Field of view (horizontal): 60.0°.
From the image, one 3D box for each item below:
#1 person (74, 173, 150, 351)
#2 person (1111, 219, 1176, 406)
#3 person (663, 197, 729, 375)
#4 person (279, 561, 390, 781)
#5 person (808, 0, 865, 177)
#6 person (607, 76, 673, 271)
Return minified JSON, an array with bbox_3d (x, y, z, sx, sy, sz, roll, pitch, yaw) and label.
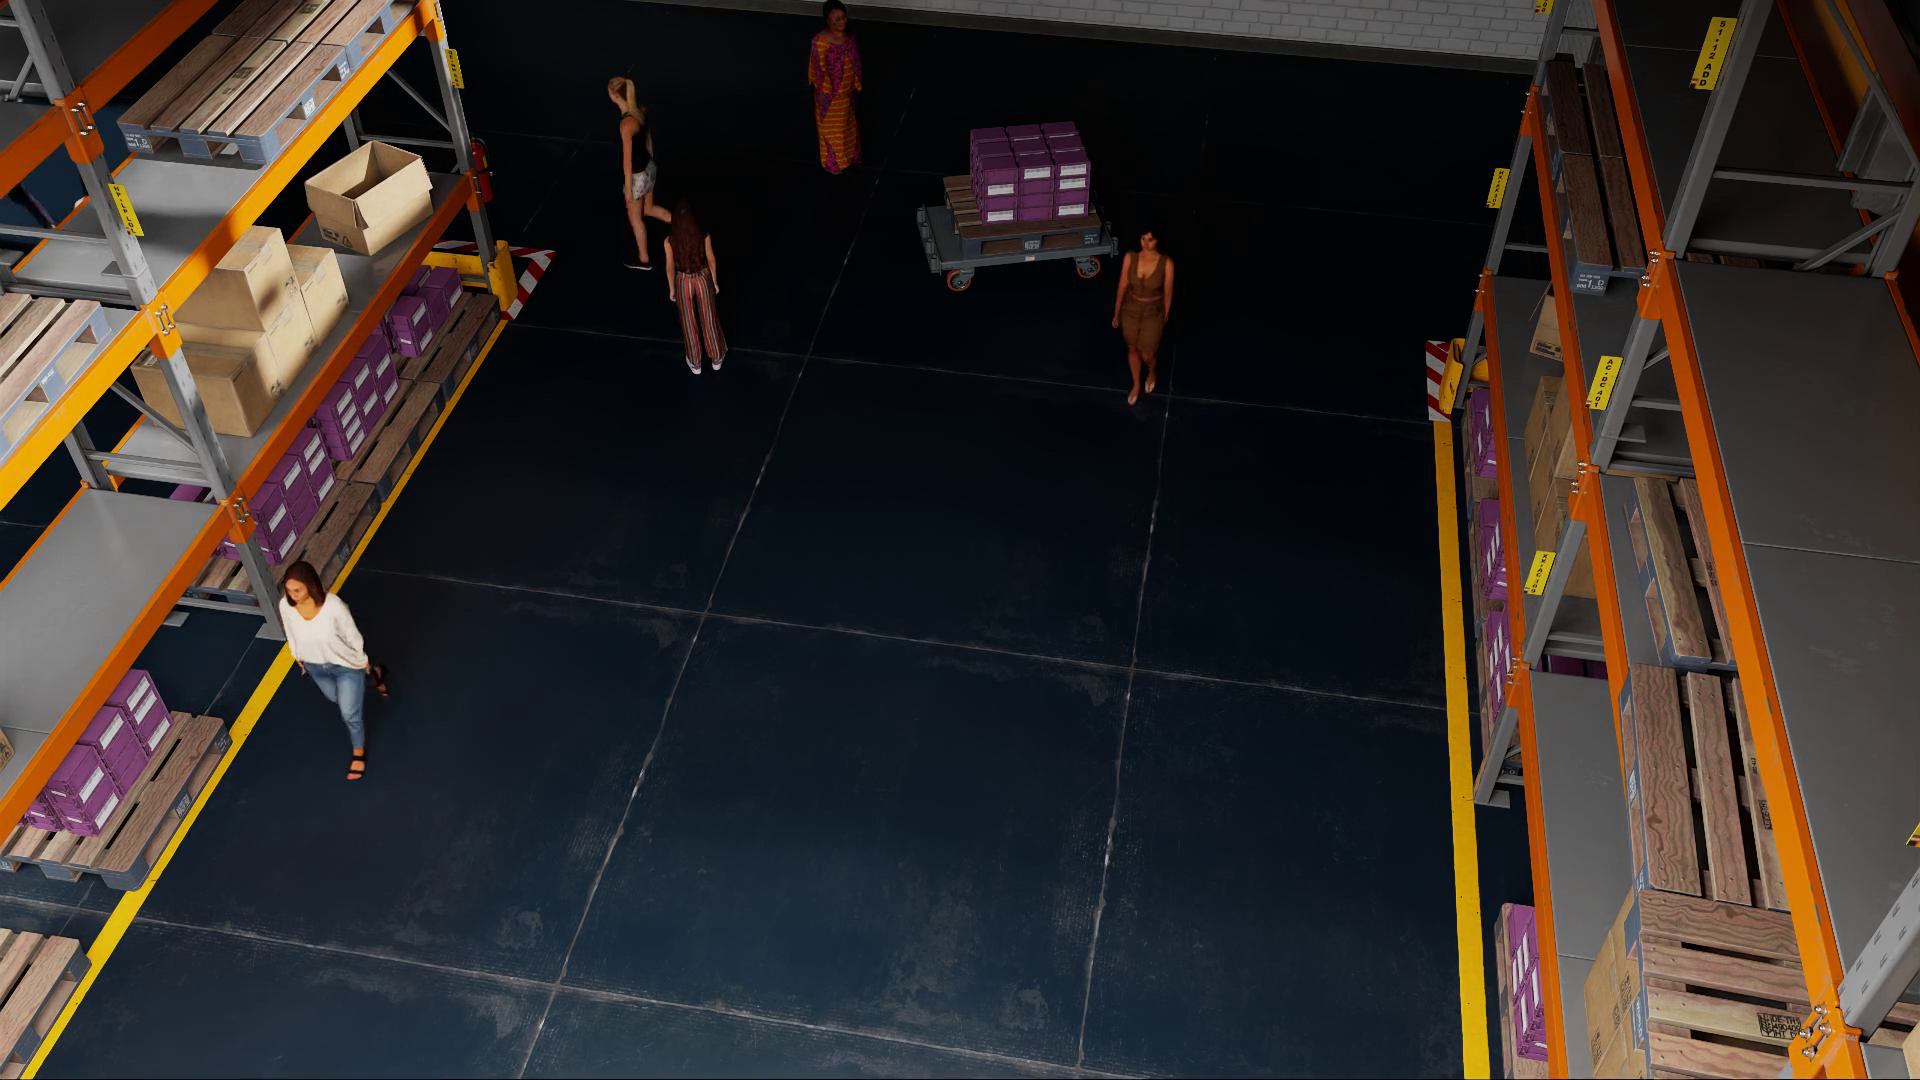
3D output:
[{"bbox_3d":[-6.678,-2.272,13.351,0.653,1.687,0.606,8,44,9],"label":"person"},{"bbox_3d":[1.438,-1.777,12.840,0.645,1.677,0.699,17,46,17],"label":"person"},{"bbox_3d":[-2.112,-2.022,13.180,0.631,1.561,0.628,-10,45,-11],"label":"person"},{"bbox_3d":[-3.818,0.692,10.262,0.622,1.657,0.961,6,44,7],"label":"person"},{"bbox_3d":[-1.121,-4.221,15.397,0.835,1.686,0.759,33,53,30],"label":"person"},{"bbox_3d":[-2.619,-3.096,14.117,0.704,1.823,0.878,5,44,6],"label":"person"}]
